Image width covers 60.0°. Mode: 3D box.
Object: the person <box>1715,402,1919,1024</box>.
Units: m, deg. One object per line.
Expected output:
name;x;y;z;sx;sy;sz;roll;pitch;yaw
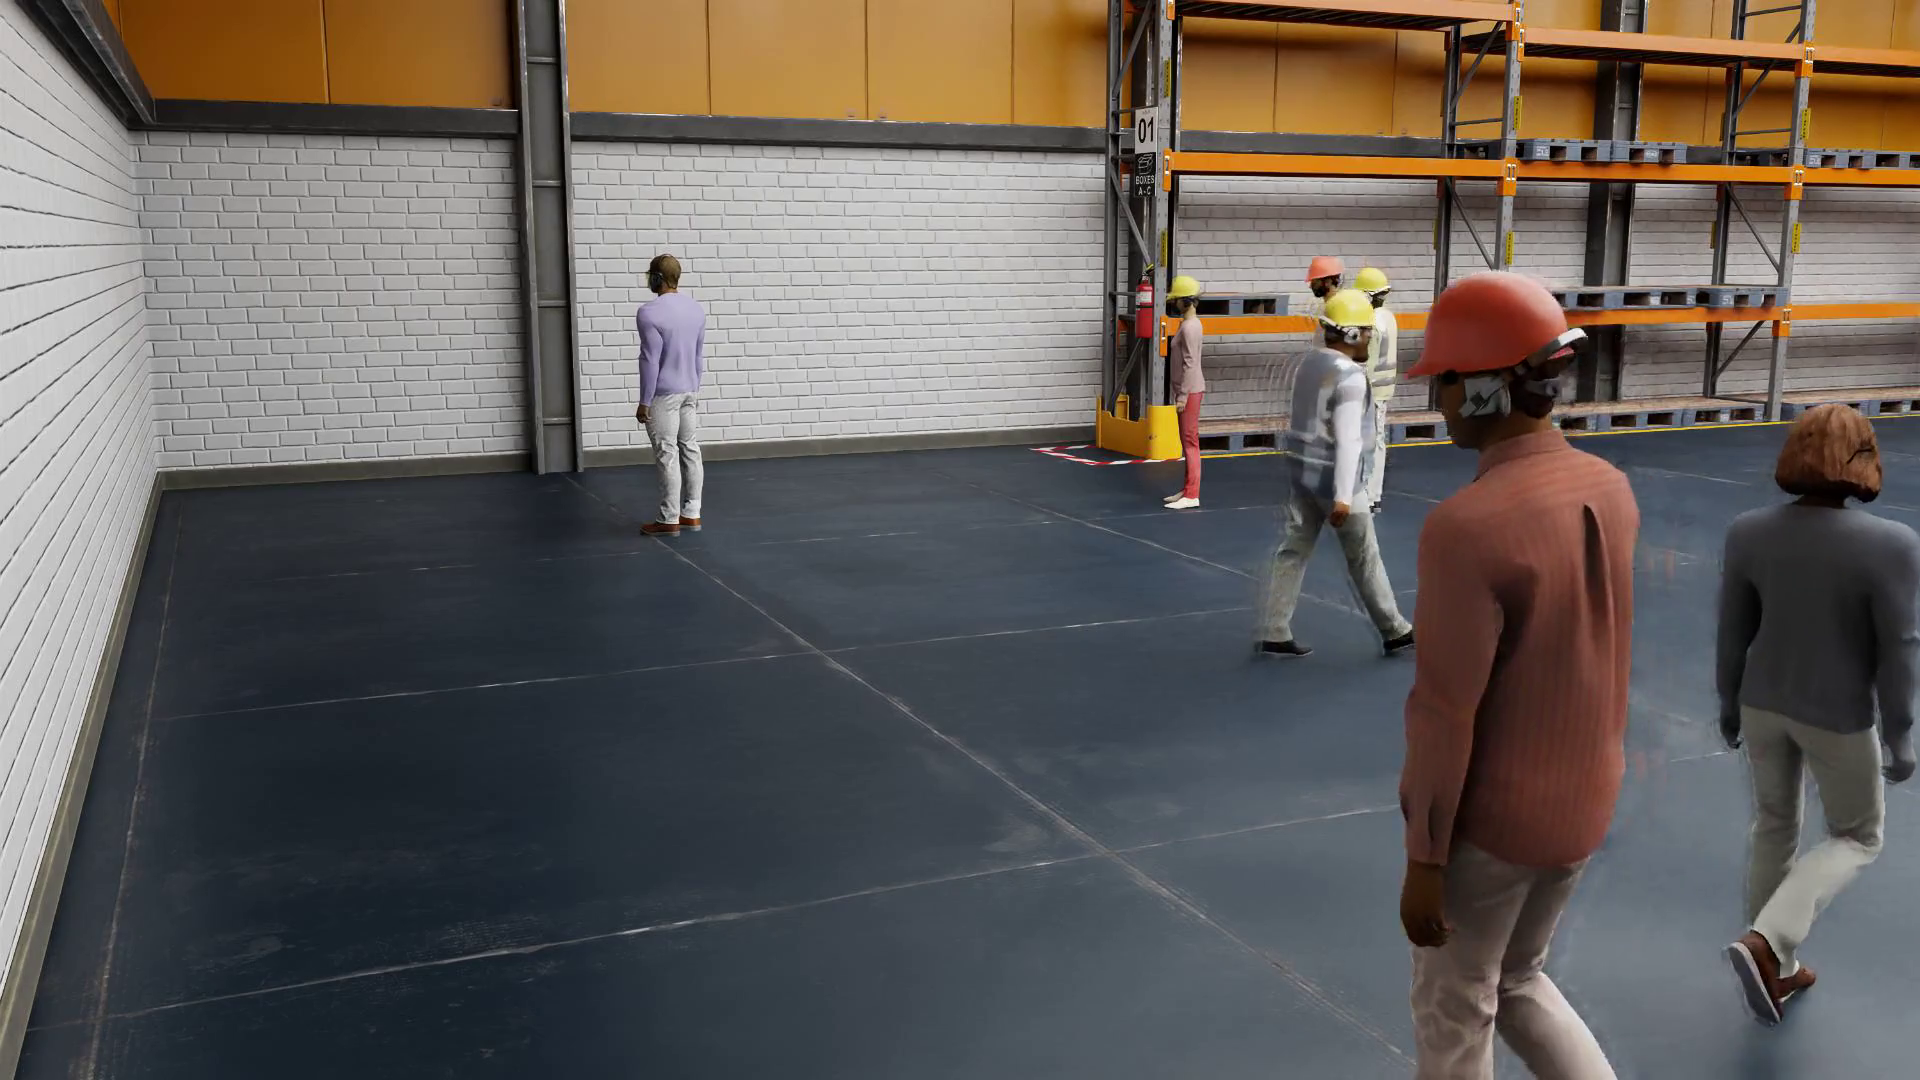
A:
person;2.151;0.458;4.261;0.495;1.618;0.520;-7;12;-33

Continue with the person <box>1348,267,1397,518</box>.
person;2.997;-1.082;12.268;0.403;1.833;0.591;5;11;27

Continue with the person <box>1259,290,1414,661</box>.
person;1.867;-0.300;8.009;0.910;1.782;0.609;-3;11;-17

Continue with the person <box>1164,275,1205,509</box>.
person;1.711;-1.119;12.663;0.308;1.769;0.524;1;10;8

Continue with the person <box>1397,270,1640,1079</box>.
person;1.057;0.501;3.052;0.637;1.975;0.593;-8;13;-38

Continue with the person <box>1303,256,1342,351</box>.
person;2.961;-1.268;13.090;0.596;1.911;0.575;3;11;16

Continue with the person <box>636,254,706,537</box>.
person;-2.003;-0.992;11.470;0.372;1.940;0.630;6;12;28
